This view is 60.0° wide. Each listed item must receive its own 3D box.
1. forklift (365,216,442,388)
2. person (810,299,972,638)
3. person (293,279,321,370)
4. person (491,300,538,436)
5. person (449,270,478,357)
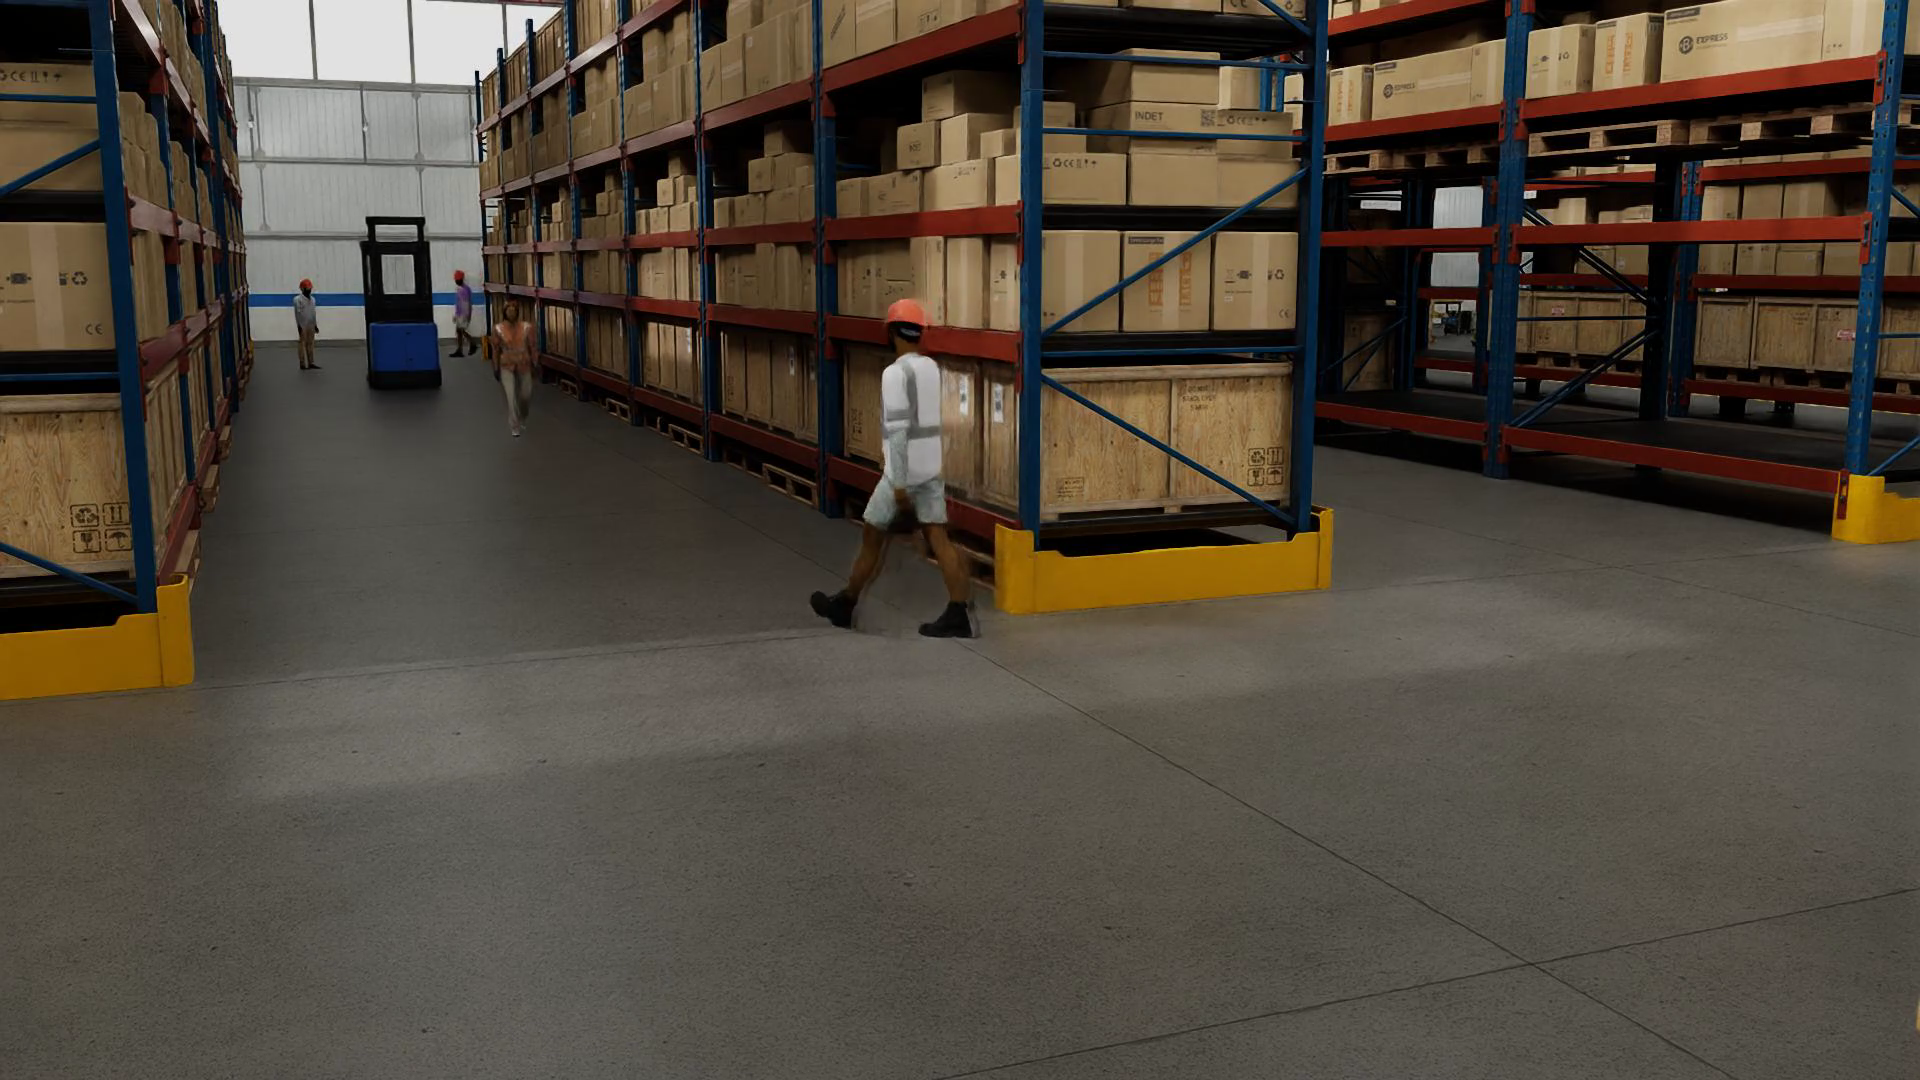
[{"bbox_3d":[-9.311,-3.971,27.647,1.129,2.768,1.873,-4,10,-22],"label":"forklift"},{"bbox_3d":[-0.327,-0.399,9.294,1.004,1.866,0.544,6,11,32],"label":"person"},{"bbox_3d":[-12.670,-4.182,32.308,0.340,1.742,0.560,3,10,18],"label":"person"},{"bbox_3d":[-5.334,-2.058,19.920,0.542,1.625,0.409,-4,10,-20],"label":"person"},{"bbox_3d":[-10.858,-4.939,36.319,0.491,1.914,0.615,-9,13,-42],"label":"person"}]
